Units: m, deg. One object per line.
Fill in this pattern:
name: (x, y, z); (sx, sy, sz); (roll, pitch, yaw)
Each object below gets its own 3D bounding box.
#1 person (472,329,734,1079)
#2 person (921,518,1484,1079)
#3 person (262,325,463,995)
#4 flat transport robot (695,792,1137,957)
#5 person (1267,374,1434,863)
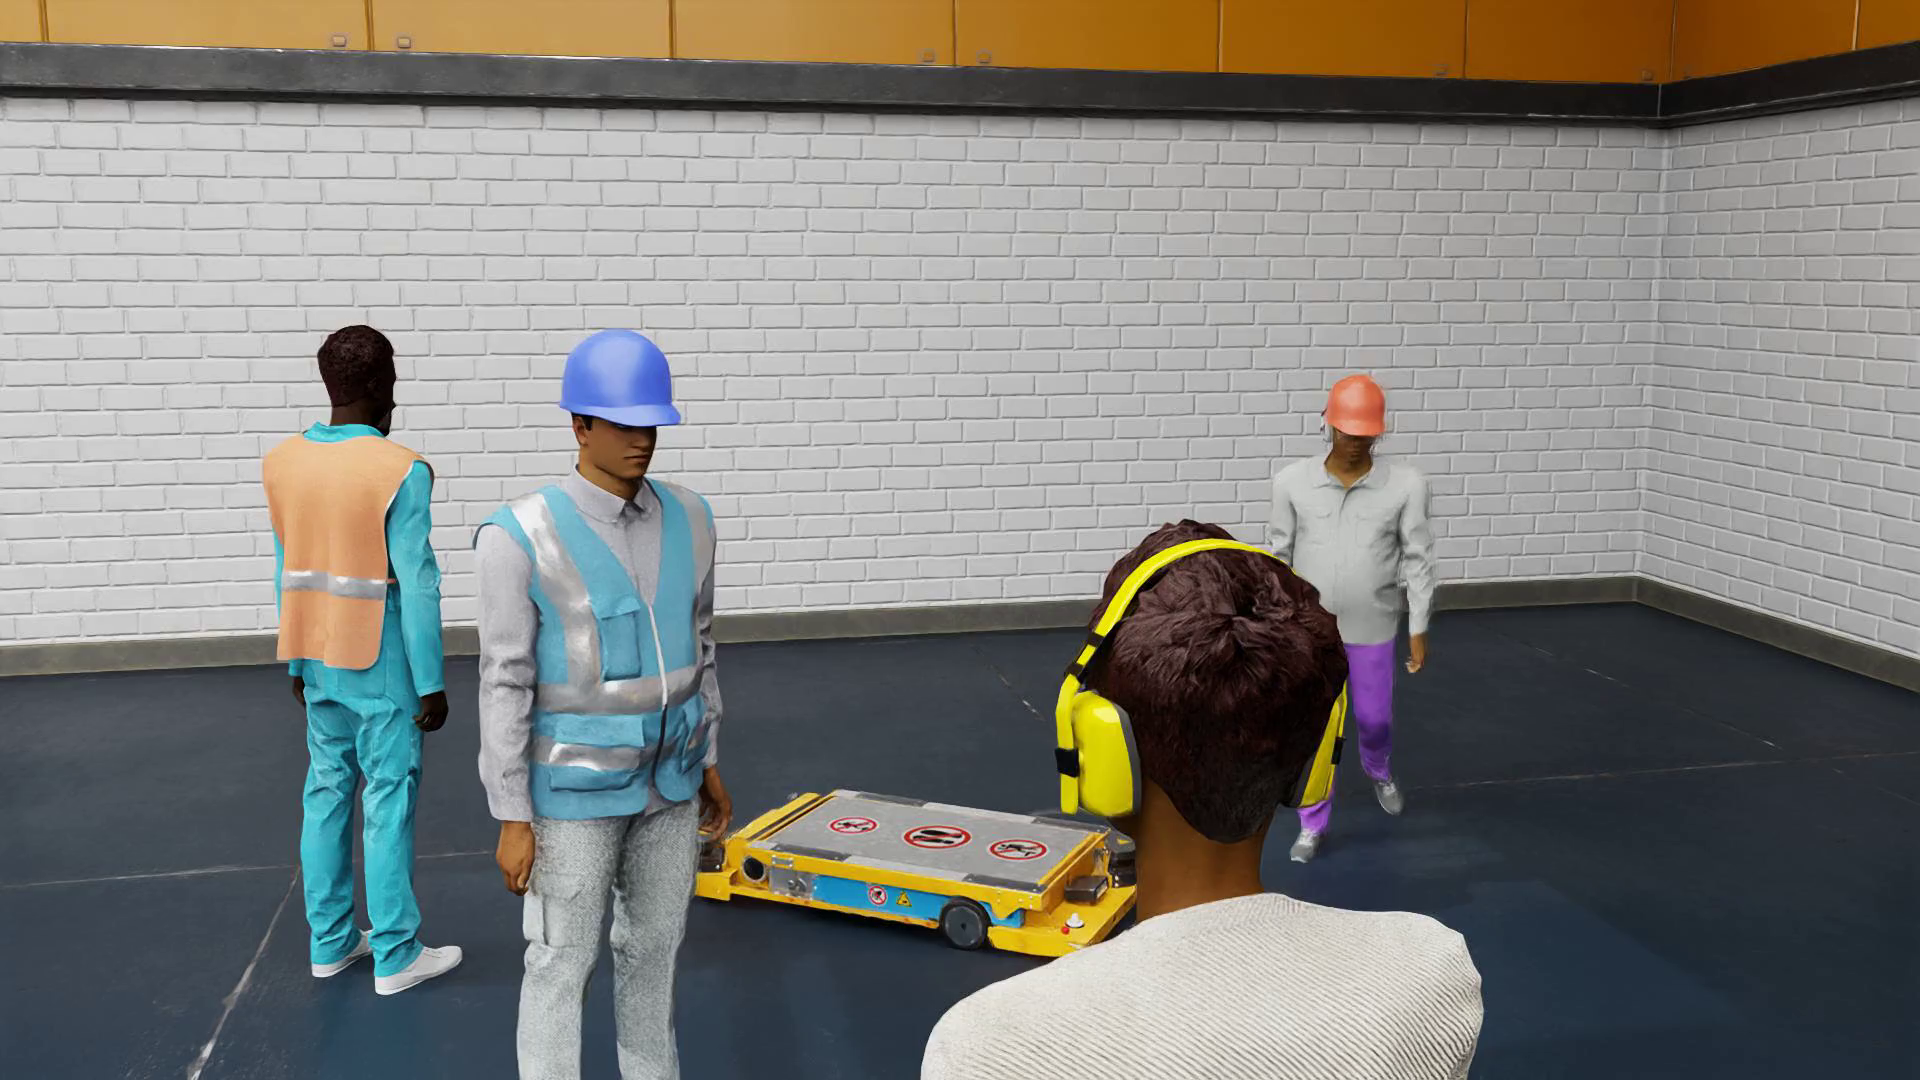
person: (-0.738, 0.522, 3.587); (0.409, 1.943, 0.615); (8, 12, 41)
person: (0.188, 0.917, 1.441); (0.513, 1.861, 0.328); (-4, 10, -25)
person: (-1.721, 0.350, 4.760); (0.587, 1.910, 0.392); (4, 10, 25)
flat transport robot: (-0.153, 1.053, 5.438); (1.431, 0.197, 0.652); (4, 10, 23)
person: (1.391, 0.249, 5.970); (0.596, 1.716, 0.717); (3, 10, 18)
